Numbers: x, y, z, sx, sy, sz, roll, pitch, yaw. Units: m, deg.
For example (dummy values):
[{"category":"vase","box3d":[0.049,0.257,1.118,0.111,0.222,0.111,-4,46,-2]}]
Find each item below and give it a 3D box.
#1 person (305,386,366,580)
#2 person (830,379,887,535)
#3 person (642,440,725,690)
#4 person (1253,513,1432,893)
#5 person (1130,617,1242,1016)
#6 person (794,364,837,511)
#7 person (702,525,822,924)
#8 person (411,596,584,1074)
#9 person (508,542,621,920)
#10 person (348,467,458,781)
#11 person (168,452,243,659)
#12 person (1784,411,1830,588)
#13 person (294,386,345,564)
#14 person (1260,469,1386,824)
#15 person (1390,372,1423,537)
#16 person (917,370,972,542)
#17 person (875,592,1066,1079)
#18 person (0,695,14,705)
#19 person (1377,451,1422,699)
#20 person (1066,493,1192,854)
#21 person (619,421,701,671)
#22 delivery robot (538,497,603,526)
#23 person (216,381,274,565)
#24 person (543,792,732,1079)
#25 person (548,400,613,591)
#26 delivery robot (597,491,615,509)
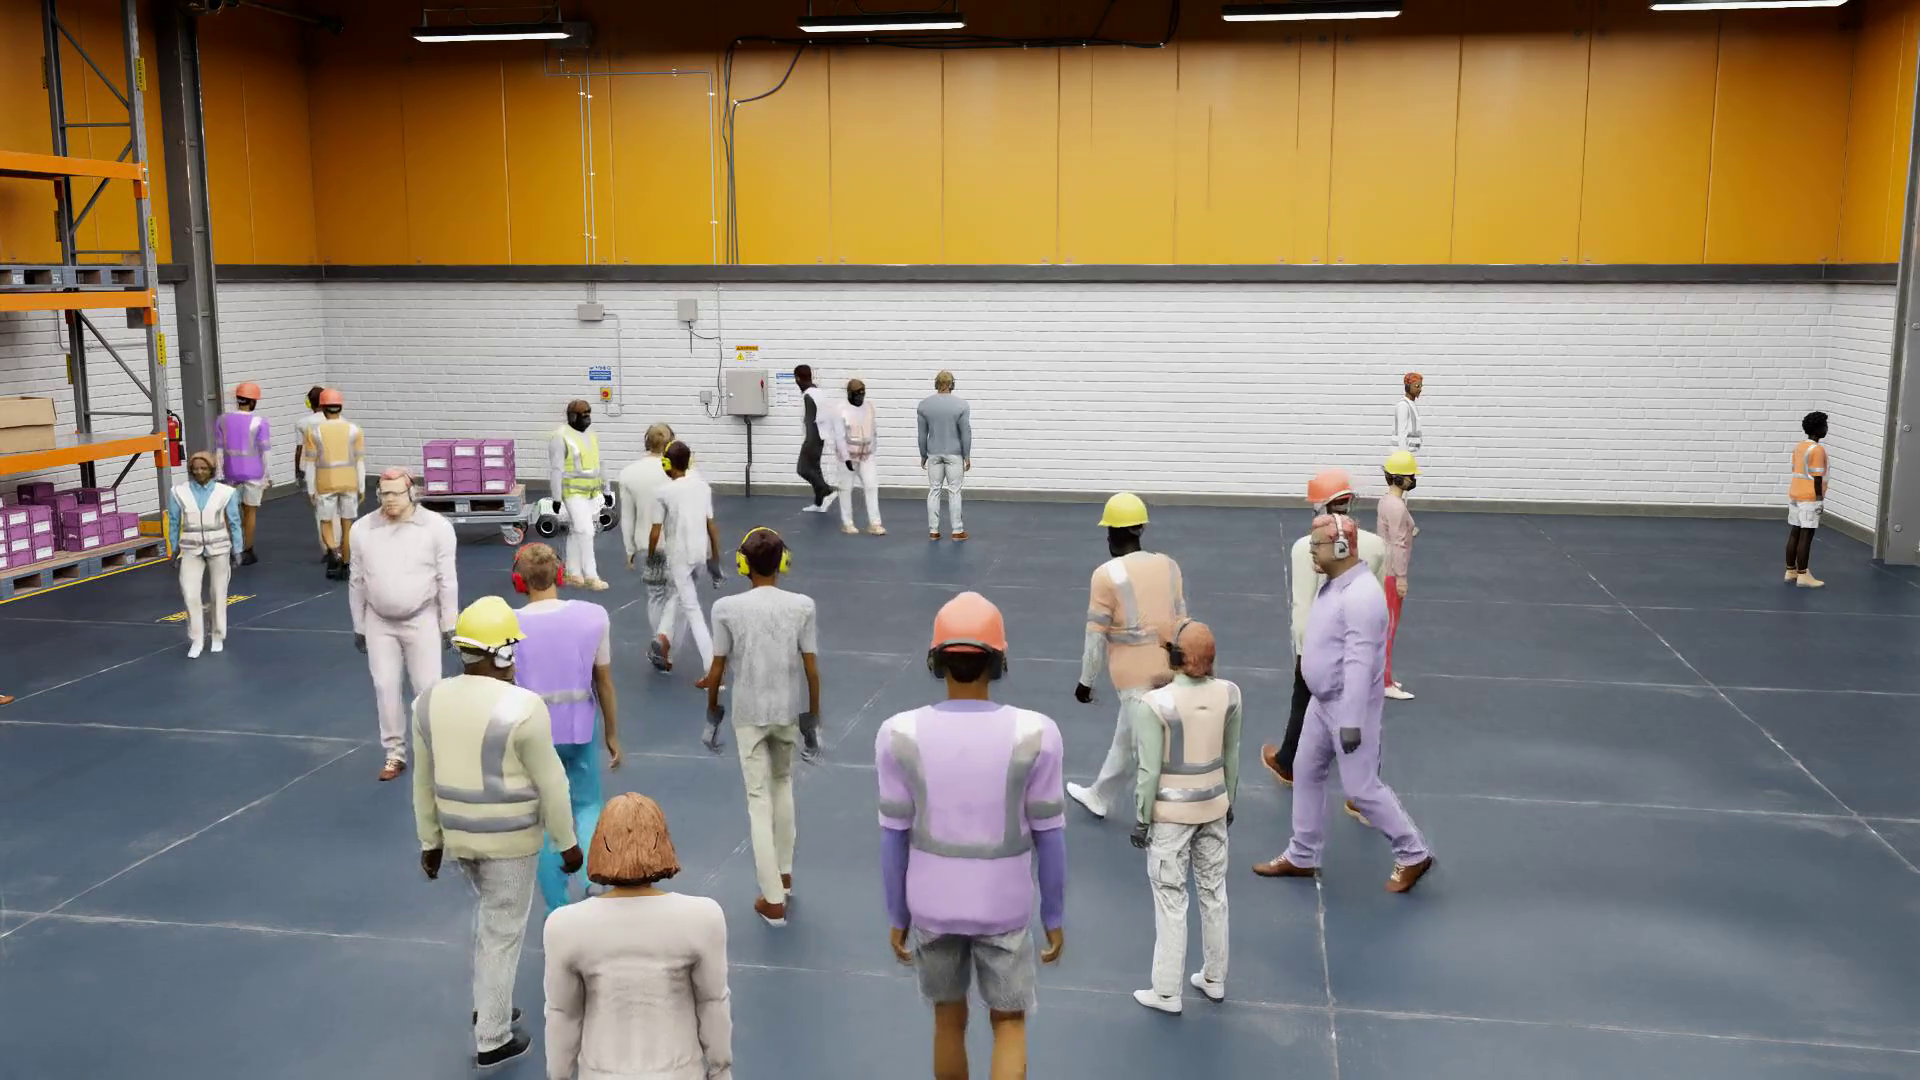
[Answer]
[{"category":"person","box3d":[-6.079,-0.532,16.233,0.551,1.921,0.552,-4,10,-25]},{"category":"person","box3d":[-1.159,-0.935,19.085,0.640,1.806,0.822,-5,11,-30]},{"category":"person","box3d":[-2.045,0.173,12.236,1.011,1.803,0.488,8,12,41]},{"category":"person","box3d":[1.911,0.796,8.154,0.805,1.874,0.661,-1,9,-5]},{"category":"person","box3d":[0.927,1.127,6.819,0.524,1.639,0.306,-5,11,-30]},{"category":"person","box3d":[-1.843,-1.260,20.859,0.470,1.886,0.700,0,9,-1]},{"category":"person","box3d":[-0.962,0.848,7.902,0.523,1.844,0.717,-4,10,-22]},{"category":"person","box3d":[-1.738,1.111,6.390,0.598,1.814,0.556,5,10,28]},{"category":"person","box3d":[-1.826,0.921,7.532,0.601,1.822,0.526,-4,10,-21]},{"category":"person","box3d":[-3.361,0.477,10.116,0.644,1.889,0.622,0,9,-2]},{"category":"person","box3d":[-5.943,0.119,13.102,0.551,1.615,0.599,-3,10,-18]},{"category":"person","box3d":[8.214,-0.397,16.095,0.321,1.697,0.530,1,9,5]},{"category":"person","box3d":[-6.694,-0.691,17.459,0.565,1.840,0.741,-5,10,-26]},{"category":"person","box3d":[2.102,0.558,9.435,0.662,1.924,1.054,-3,10,-17]},{"category":"person","box3d":[5.161,-0.990,19.198,0.361,1.884,0.574,4,10,24]},{"category":"person","box3d":[-0.169,-0.943,18.751,0.628,1.935,0.373,3,9,15]},{"category":"person","box3d":[0.026,1.186,5.296,0.615,2.017,0.743,1,9,5]},{"category":"person","box3d":[-6.957,0.232,11.525,0.651,1.913,0.410,1,9,9]},{"category":"person","box3d":[3.109,0.243,11.909,0.327,1.769,0.525,1,9,4]},{"category":"person","box3d":[0.911,0.684,8.854,0.583,1.862,1.010,-8,12,-42]},{"category":"person","box3d":[-2.265,0.063,12.577,0.635,1.917,0.750,1,9,6]},{"category":"delivery robot","box3d":[-4.478,-0.369,19.162,0.707,0.478,0.477,-1,9,-3]},{"category":"person","box3d":[-7.399,-0.694,17.270,0.569,1.912,0.485,0,9,2]},{"category":"person","box3d":[-0.880,1.497,4.580,0.505,1.628,0.276,-1,9,-3]},{"category":"person","box3d":[-3.544,-0.428,15.902,0.747,1.815,0.652,4,10,23]},{"category":"delivery robot","box3d":[-4.431,-0.442,19.618,0.707,0.478,0.477,-2,9,-12]}]
